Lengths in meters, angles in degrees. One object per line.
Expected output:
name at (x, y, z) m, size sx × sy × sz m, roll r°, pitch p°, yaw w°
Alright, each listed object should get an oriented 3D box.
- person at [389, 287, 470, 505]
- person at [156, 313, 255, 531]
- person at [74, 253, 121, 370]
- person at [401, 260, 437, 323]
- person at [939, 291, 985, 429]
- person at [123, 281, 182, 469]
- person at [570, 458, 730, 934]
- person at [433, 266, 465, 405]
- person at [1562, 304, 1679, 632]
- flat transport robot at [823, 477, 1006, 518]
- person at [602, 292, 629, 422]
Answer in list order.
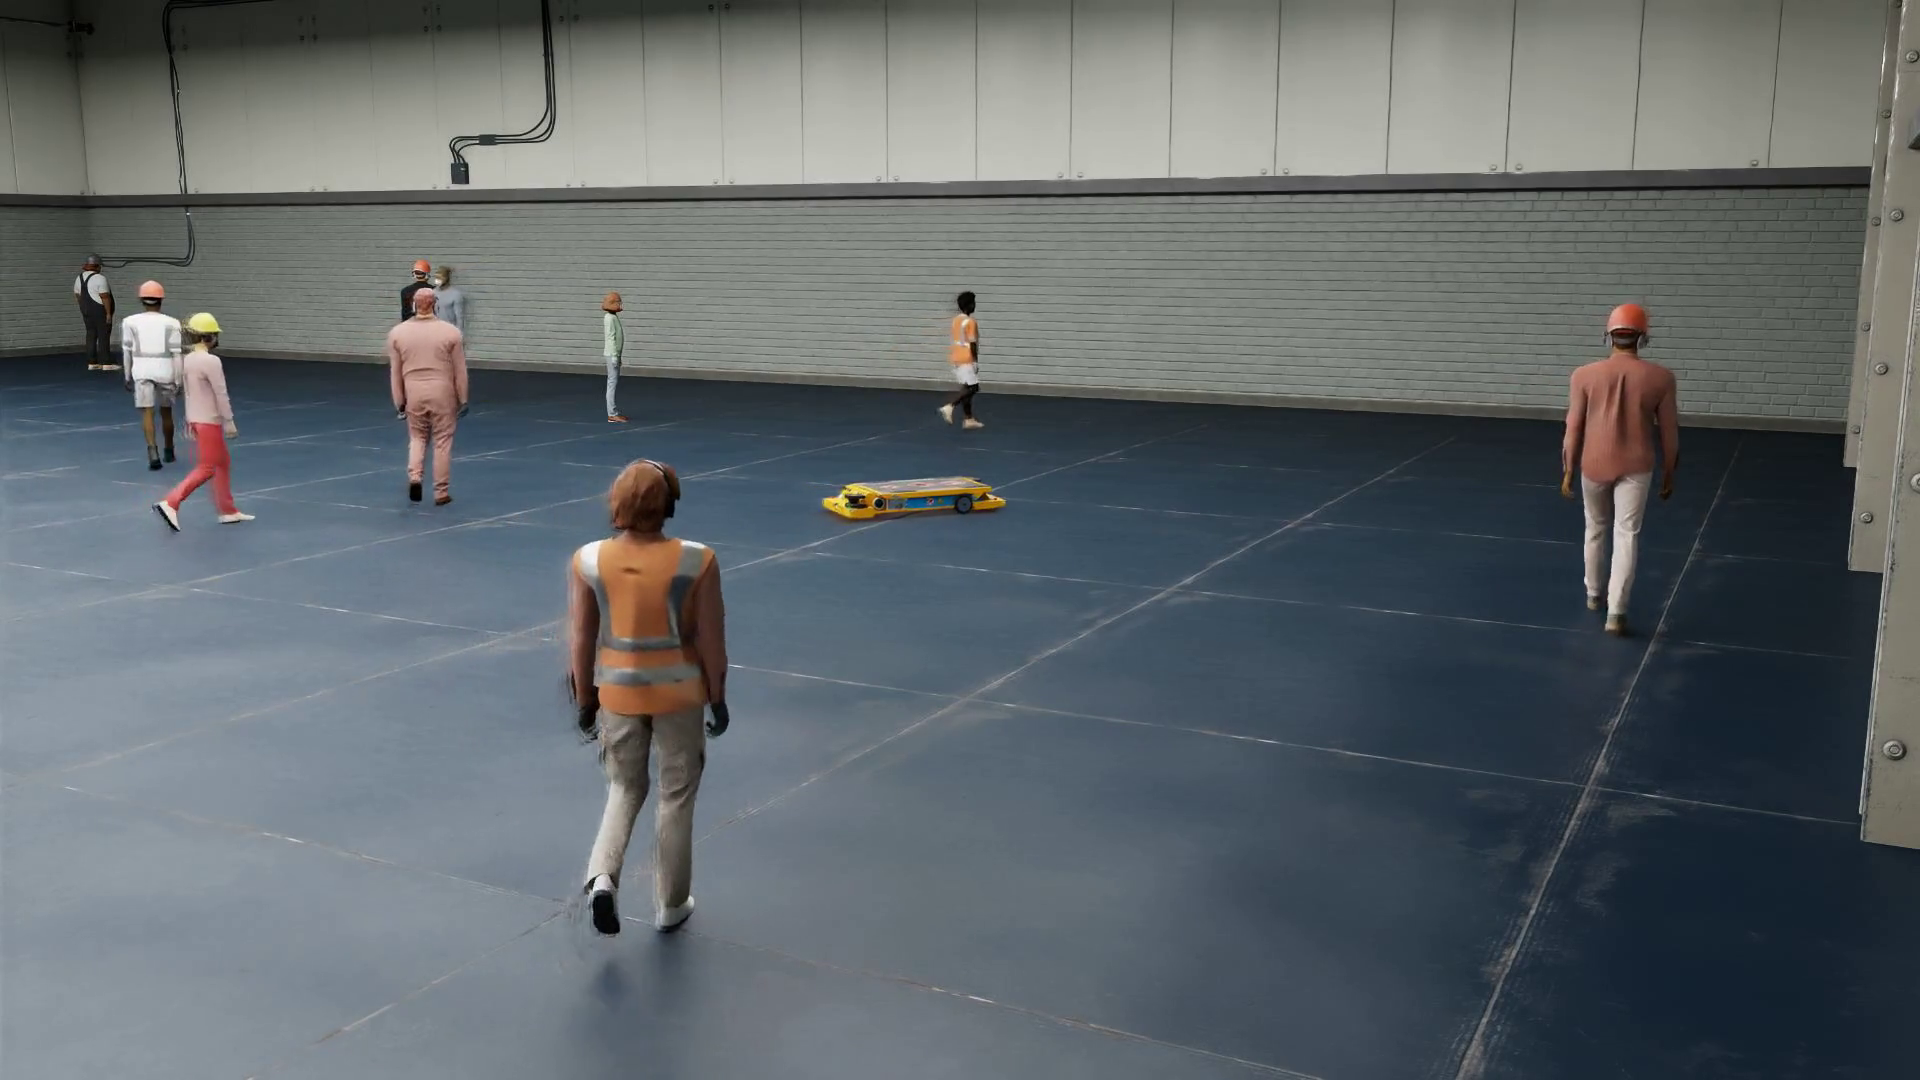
person at (-4.614, -1.247, 14.534) m, size 0.640 × 1.898 × 0.420 m, roll 0°, pitch 10°, yaw -1°
person at (-6.098, -0.947, 13.329) m, size 0.530 × 1.738 × 0.769 m, roll 10°, pitch 15°, yaw 44°
person at (-15.071, -3.993, 29.119) m, size 0.688 × 2.000 × 0.536 m, roll 4°, pitch 11°, yaw 22°
person at (-7.652, -2.992, 23.782) m, size 0.613 × 1.995 × 0.390 m, roll 0°, pitch 10°, yaw -1°
person at (0.032, -2.166, 20.106) m, size 0.544 × 1.684 × 0.546 m, roll -4°, pitch 11°, yaw -20°
person at (-8.200, -1.682, 16.929) m, size 0.555 × 1.904 × 0.961 m, roll -5°, pitch 11°, yaw -25°
person at (-1.031, 0.546, 5.501) m, size 0.518 × 1.627 × 0.480 m, roll 1°, pitch 10°, yaw 8°
person at (-7.128, -2.792, 22.889) m, size 0.653 × 1.920 × 0.671 m, roll 5°, pitch 11°, yaw 23°
person at (4.000, -0.449, 10.079) m, size 0.652 × 1.939 × 1.047 m, roll 5°, pitch 11°, yaw 23°
flat transport robot at (-0.387, -0.374, 14.213) m, size 1.431 × 0.197 × 0.652 m, roll -5°, pitch 11°, yaw -24°
person at (-4.365, -2.309, 21.046) m, size 0.284 × 1.633 × 0.500 m, roll -1°, pitch 10°, yaw -7°
